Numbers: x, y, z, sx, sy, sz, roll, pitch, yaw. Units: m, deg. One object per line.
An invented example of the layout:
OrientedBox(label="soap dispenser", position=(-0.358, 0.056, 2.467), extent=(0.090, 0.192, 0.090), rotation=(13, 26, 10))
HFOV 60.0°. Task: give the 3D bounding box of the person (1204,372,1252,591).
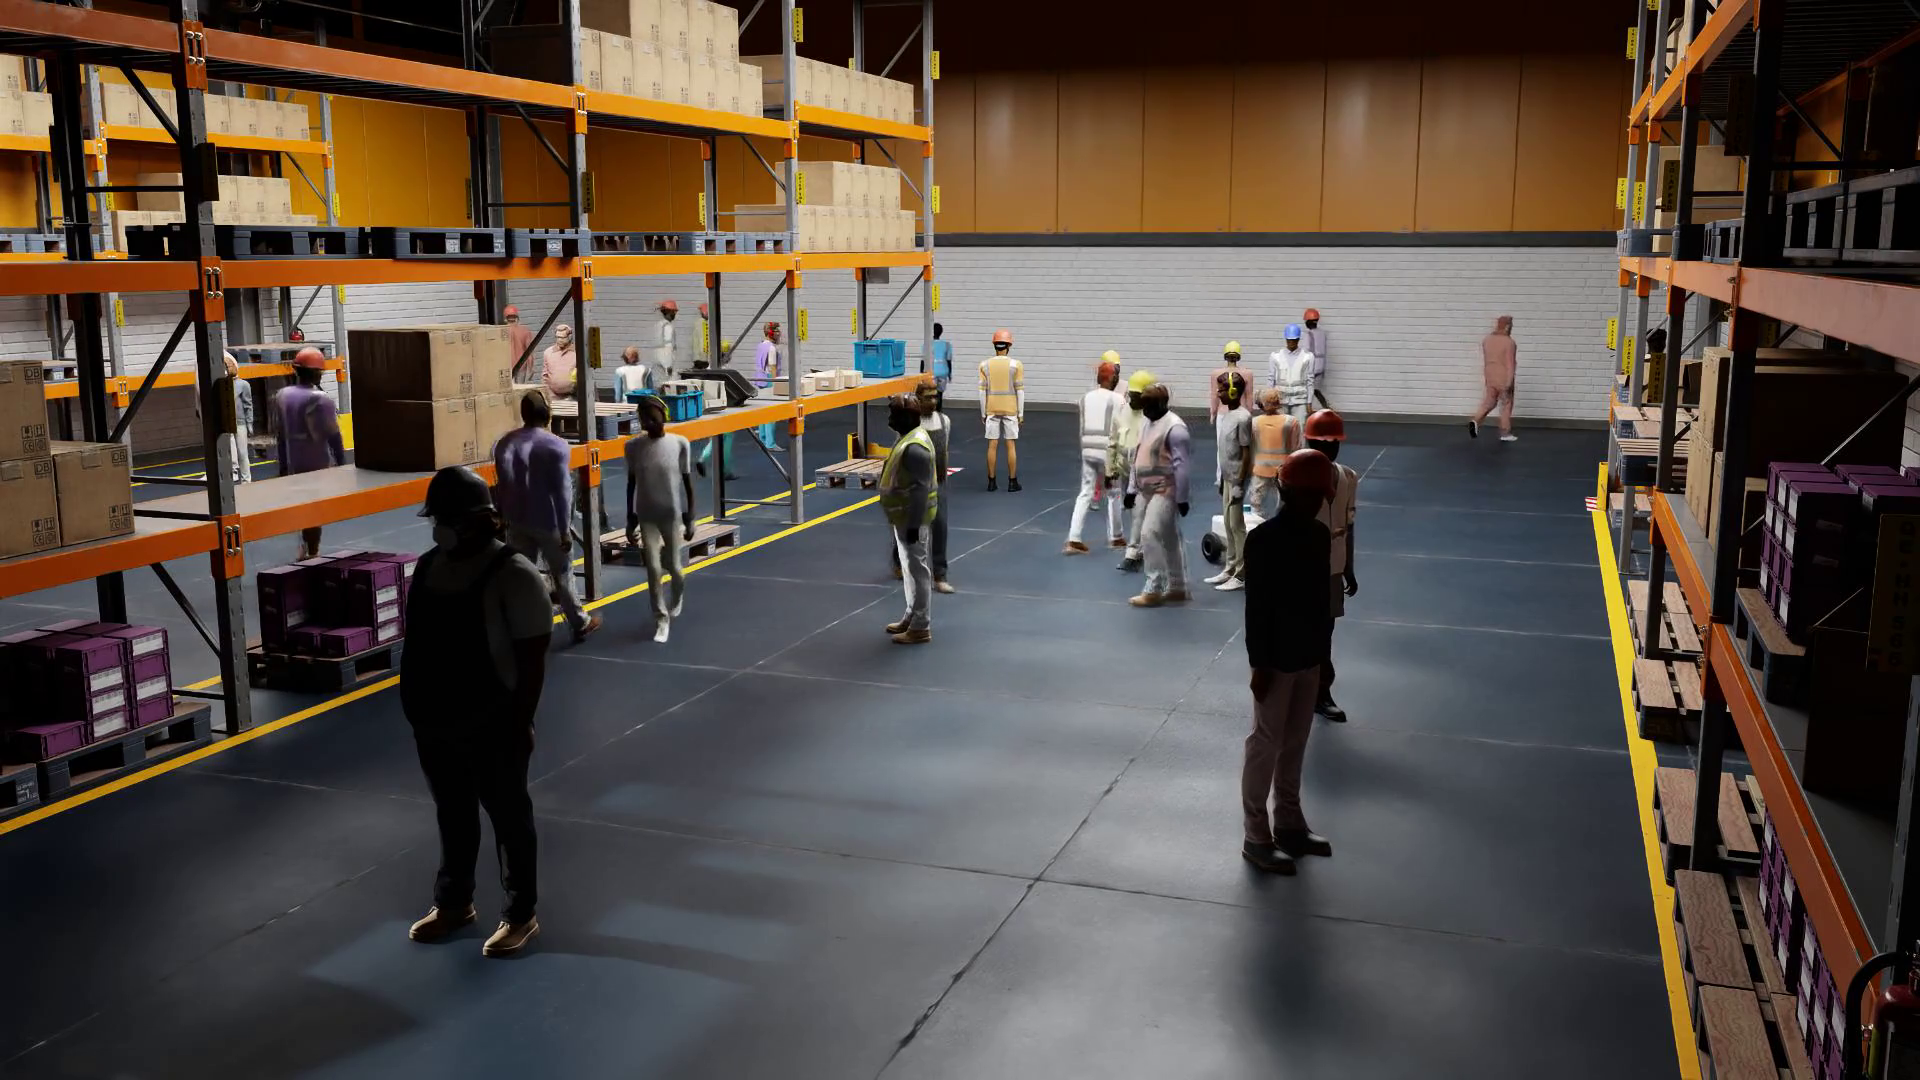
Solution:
OrientedBox(label="person", position=(2.305, -0.497, 14.119), extent=(0.327, 1.865, 0.517), rotation=(-1, 10, -6))

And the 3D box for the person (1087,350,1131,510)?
OrientedBox(label="person", position=(1.648, -1.211, 18.404), extent=(0.528, 1.772, 0.304), rotation=(-2, 10, -12))

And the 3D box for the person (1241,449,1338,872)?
OrientedBox(label="person", position=(1.574, 0.553, 7.865), extent=(0.611, 1.985, 0.393), rotation=(-10, 14, -44))

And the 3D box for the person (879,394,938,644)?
OrientedBox(label="person", position=(-0.383, -0.160, 12.281), extent=(0.429, 1.841, 0.633), rotation=(-1, 10, -7))

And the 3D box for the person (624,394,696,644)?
OrientedBox(label="person", position=(-2.241, -0.184, 12.439), extent=(0.522, 1.838, 0.670), rotation=(-1, 10, -7))

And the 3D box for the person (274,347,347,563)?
OrientedBox(label="person", position=(-5.712, -0.692, 14.752), extent=(0.654, 2.026, 0.501), rotation=(4, 11, 23))

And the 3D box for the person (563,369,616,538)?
OrientedBox(label="person", position=(-3.781, -0.869, 16.635), extent=(0.502, 1.715, 0.735), rotation=(4, 11, 20))

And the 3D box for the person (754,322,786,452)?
OrientedBox(label="person", position=(-2.711, -2.162, 23.563), extent=(0.383, 1.841, 0.577), rotation=(-5, 11, -25))

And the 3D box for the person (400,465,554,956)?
OrientedBox(label="person", position=(-2.042, 0.700, 6.875), extent=(0.682, 2.000, 0.537), rotation=(5, 11, 25))

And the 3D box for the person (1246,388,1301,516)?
OrientedBox(label="person", position=(2.824, -0.578, 15.271), extent=(0.608, 1.612, 0.448), rotation=(3, 10, 16))

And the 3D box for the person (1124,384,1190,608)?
OrientedBox(label="person", position=(1.560, -0.369, 13.559), extent=(0.723, 1.803, 0.631), rotation=(-3, 10, -15))

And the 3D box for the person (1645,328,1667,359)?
OrientedBox(label="person", position=(8.087, -1.510, 19.531), extent=(0.365, 1.964, 0.610), rotation=(-3, 11, -19))

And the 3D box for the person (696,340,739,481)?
OrientedBox(label="person", position=(-2.986, -1.592, 20.577), extent=(0.550, 1.750, 0.470), rotation=(9, 14, 43))

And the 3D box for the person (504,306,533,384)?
OrientedBox(label="person", position=(-7.249, -2.810, 26.936), extent=(0.637, 1.945, 1.040), rotation=(-3, 11, -18))

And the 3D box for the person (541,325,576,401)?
OrientedBox(label="person", position=(-5.107, -1.834, 21.546), extent=(0.639, 1.902, 0.407), rotation=(1, 10, 3))

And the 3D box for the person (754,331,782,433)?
OrientedBox(label="person", position=(-2.876, -2.476, 25.950), extent=(0.682, 1.615, 0.518), rotation=(-3, 10, -16))

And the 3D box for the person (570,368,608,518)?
OrientedBox(label="person", position=(-4.025, -1.189, 17.863), extent=(0.378, 1.916, 0.598), rotation=(-3, 11, -17))

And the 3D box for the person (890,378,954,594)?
OrientedBox(label="person", position=(-0.338, -0.485, 14.202), extent=(0.519, 1.817, 0.878), rotation=(-6, 12, -30))

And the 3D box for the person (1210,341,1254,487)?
OrientedBox(label="person", position=(3.284, -1.517, 20.134), extent=(0.523, 1.769, 0.316), rotation=(1, 10, 3))

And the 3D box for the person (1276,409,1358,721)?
OrientedBox(label="person", position=(2.193, 0.164, 10.183), extent=(0.542, 1.939, 0.362), rotation=(-3, 11, -18))

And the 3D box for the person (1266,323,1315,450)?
OrientedBox(label="person", position=(4.183, -1.774, 21.099), extent=(0.606, 1.939, 0.410), rotation=(3, 10, 16))

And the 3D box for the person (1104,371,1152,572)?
OrientedBox(label="person", position=(1.542, -0.610, 14.941), extent=(0.620, 1.793, 0.847), rotation=(7, 12, 35))

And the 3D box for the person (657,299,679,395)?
OrientedBox(label="person", position=(-4.918, -2.976, 27.608), extent=(0.608, 2.028, 0.653), rotation=(-5, 11, -24))

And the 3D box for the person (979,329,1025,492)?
OrientedBox(label="person", position=(0.503, -1.530, 19.743), extent=(0.543, 1.933, 0.364), rotation=(2, 10, 13))

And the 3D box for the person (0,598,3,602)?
OrientedBox(label="person", position=(-6.800, -0.052, 11.442), extent=(0.581, 1.921, 0.397), rotation=(6, 12, 30))

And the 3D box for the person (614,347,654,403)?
OrientedBox(label="person", position=(-4.265, -1.731, 21.829), extent=(0.519, 1.581, 0.851), rotation=(-3, 10, -14))

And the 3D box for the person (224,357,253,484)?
OrientedBox(label="person", position=(-8.527, -1.330, 19.452), extent=(0.504, 1.632, 0.269), rotation=(-1, 10, -6))

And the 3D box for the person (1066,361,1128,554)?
OrientedBox(label="person", position=(1.305, -0.772, 15.857), extent=(0.582, 1.839, 0.855), rotation=(8, 13, 37))

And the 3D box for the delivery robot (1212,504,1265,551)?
OrientedBox(label="delivery robot", position=(2.604, -0.080, 15.192), extent=(0.477, 0.478, 0.707), rotation=(-4, 11, -22))

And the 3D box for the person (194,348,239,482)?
OrientedBox(label="person", position=(-9.164, -1.642, 20.443), extent=(0.643, 1.909, 0.410), rotation=(4, 11, 23))

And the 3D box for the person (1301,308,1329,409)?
OrientedBox(label="person", position=(5.655, -2.745, 26.615), extent=(0.586, 1.920, 0.669), rotation=(-7, 12, -33))

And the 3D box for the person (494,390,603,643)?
OrientedBox(label="person", position=(-2.961, -0.127, 11.930), extent=(0.656, 1.896, 0.957), rotation=(4, 11, 19))

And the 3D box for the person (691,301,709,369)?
OrientedBox(label="person", position=(-4.552, -3.155, 28.822), extent=(0.737, 1.959, 0.636), rotation=(-1, 10, -5))

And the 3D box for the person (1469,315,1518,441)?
OrientedBox(label="person", position=(8.002, -2.398, 24.743), extent=(0.725, 1.888, 0.652), rotation=(-5, 11, -28))

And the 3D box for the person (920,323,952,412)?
OrientedBox(label="person", position=(-0.384, -2.711, 27.134), extent=(0.540, 1.674, 0.763), rotation=(-4, 11, -19))
